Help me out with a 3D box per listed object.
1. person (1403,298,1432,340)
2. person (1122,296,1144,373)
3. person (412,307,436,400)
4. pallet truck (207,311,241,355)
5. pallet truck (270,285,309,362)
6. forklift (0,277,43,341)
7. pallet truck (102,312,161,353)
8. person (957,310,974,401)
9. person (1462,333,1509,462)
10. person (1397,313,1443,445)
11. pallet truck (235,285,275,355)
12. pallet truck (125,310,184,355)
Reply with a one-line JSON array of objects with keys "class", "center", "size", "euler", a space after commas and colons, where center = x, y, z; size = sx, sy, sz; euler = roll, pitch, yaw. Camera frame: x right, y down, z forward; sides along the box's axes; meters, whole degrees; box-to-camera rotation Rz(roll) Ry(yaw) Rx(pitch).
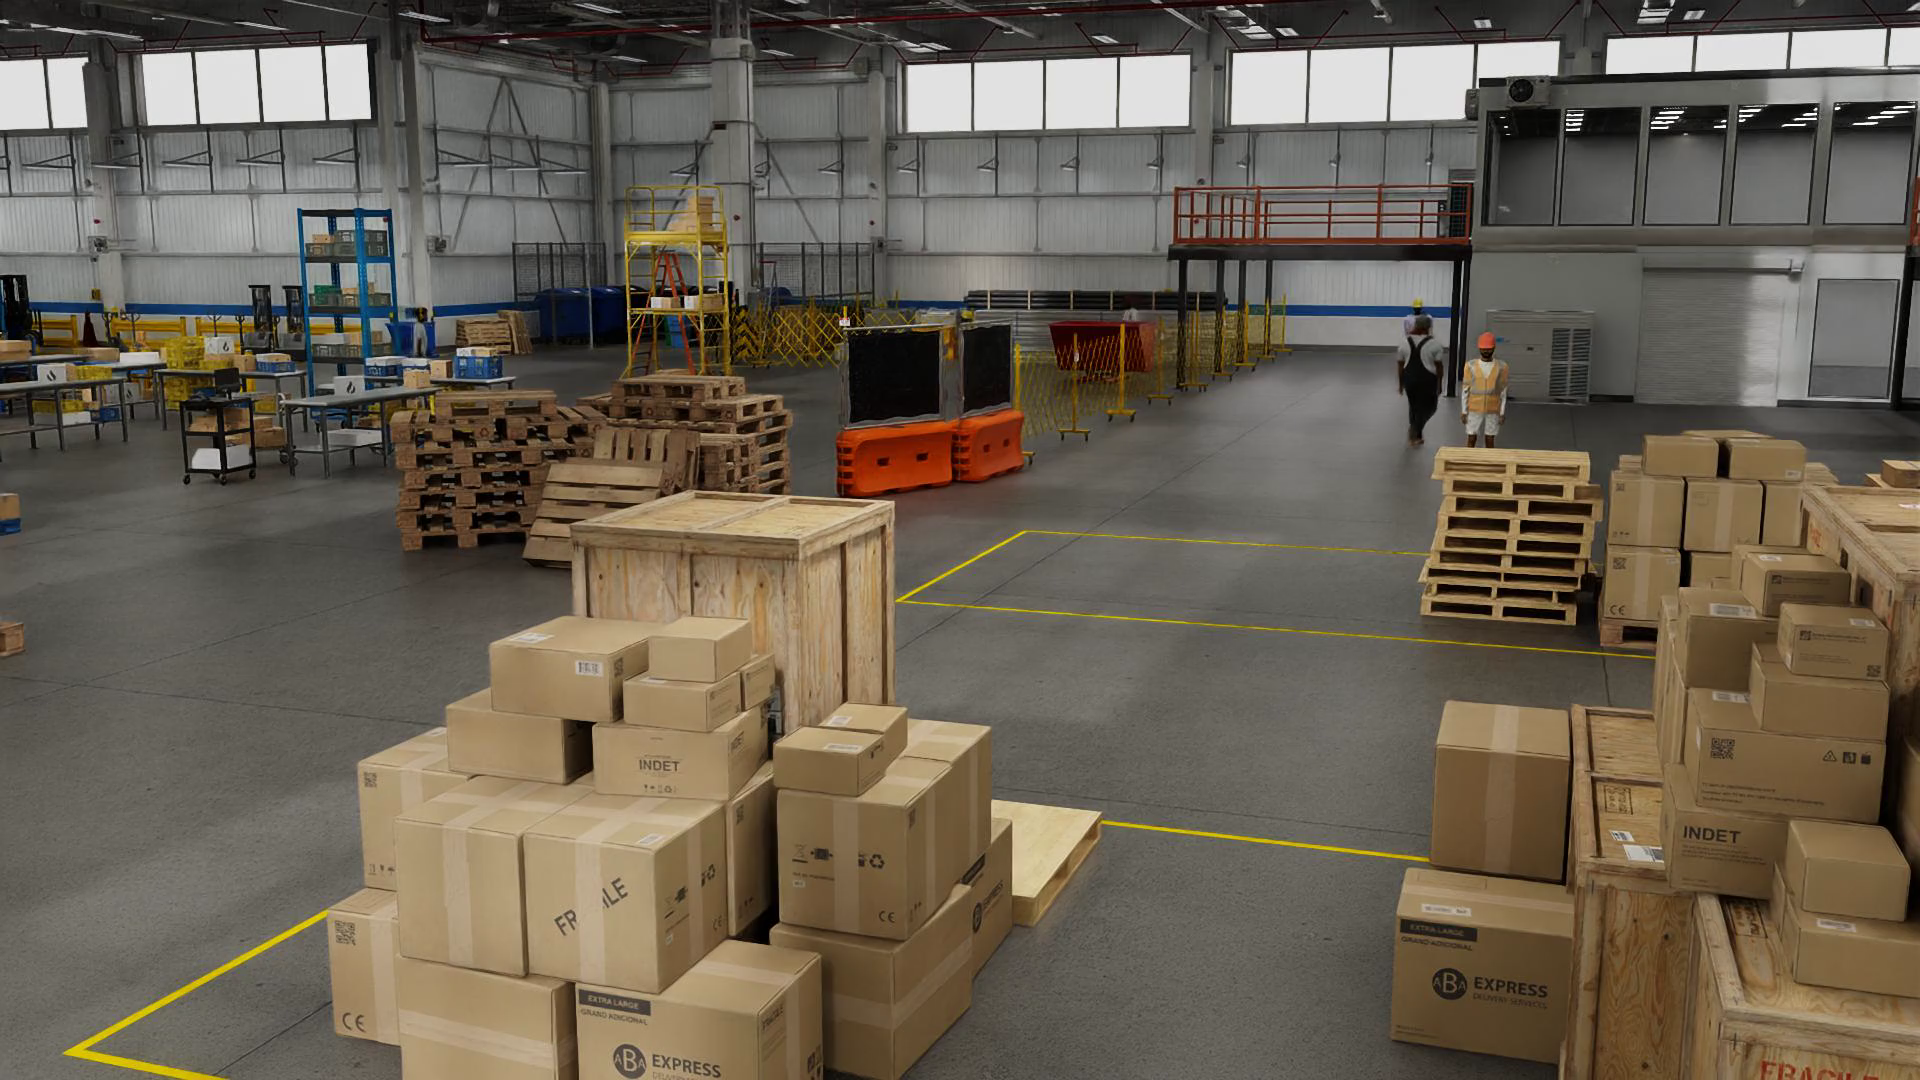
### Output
[{"class": "person", "center": [9.792, -4.221, 35.585], "size": [0.611, 1.909, 0.671], "euler": [3, 11, 18]}, {"class": "person", "center": [4.063, -4.833, 39.222], "size": [0.944, 1.852, 0.582], "euler": [-5, 11, -24]}, {"class": "person", "center": [-10.525, -3.646, 32.607], "size": [0.981, 1.822, 0.512], "euler": [-5, 11, -28]}, {"class": "pallet truck", "center": [-19.537, -5.575, 44.913], "size": [0.653, 1.274, 1.630], "euler": [3, 11, 19]}, {"class": "pallet truck", "center": [-17.147, -5.700, 43.663], "size": [0.823, 1.965, 1.885], "euler": [3, 11, 17]}, {"class": "forklift", "center": [-27.151, -6.329, 46.328], "size": [1.157, 1.987, 2.680], "euler": [3, 11, 17]}, {"class": "pallet truck", "center": [-23.057, -5.777, 46.261], "size": [0.680, 1.201, 1.601], "euler": [3, 11, 19]}, {"class": "person", "center": [0.116, -3.603, 32.536], "size": [0.332, 1.761, 0.537], "euler": [-1, 10, -6]}, {"class": "person", "center": [6.627, -1.648, 21.025], "size": [0.548, 1.932, 0.377], "euler": [3, 10, 14]}, {"class": "person", "center": [6.913, -2.413, 25.031], "size": [0.694, 2.000, 0.740], "euler": [9, 13, 41]}, {"class": "pallet truck", "center": [-18.327, -5.835, 44.421], "size": [0.823, 1.965, 1.885], "euler": [4, 11, 23]}, {"class": "pallet truck", "center": [-22.038, -5.665, 45.457], "size": [0.704, 1.261, 1.522], "euler": [3, 11, 17]}]
